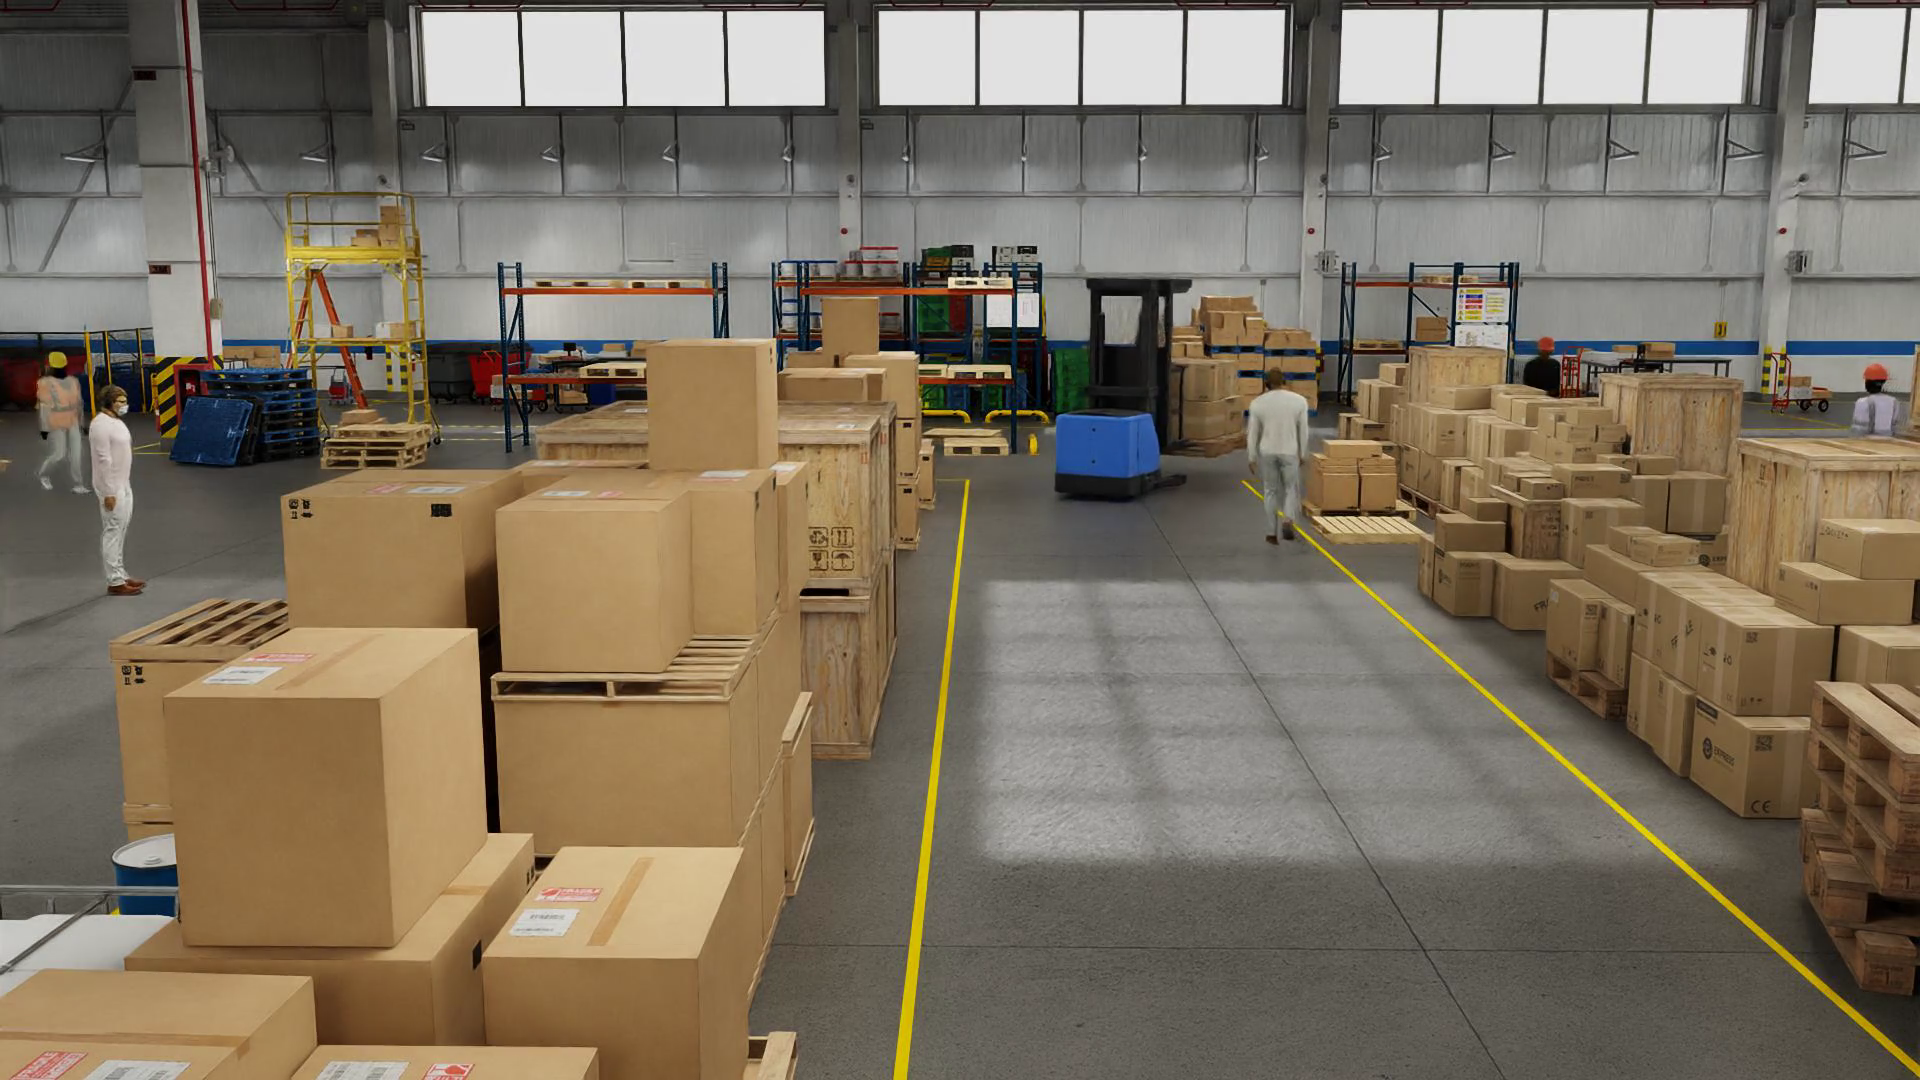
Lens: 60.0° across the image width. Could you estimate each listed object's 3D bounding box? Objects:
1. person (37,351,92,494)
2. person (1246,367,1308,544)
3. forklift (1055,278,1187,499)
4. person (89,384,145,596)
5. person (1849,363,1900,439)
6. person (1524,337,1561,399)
[{"bbox_3d":[-11.779,-1.535,21.763,0.644,1.898,0.628,4,10,21],"label":"person"},{"bbox_3d":[3.417,-0.910,17.990,0.656,1.908,0.457,1,10,8],"label":"person"},{"bbox_3d":[2.125,-2.041,21.864,1.129,2.768,1.873,6,11,30],"label":"forklift"},{"bbox_3d":[-7.702,-0.455,15.216,0.399,1.933,0.668,-2,10,-13],"label":"person"},{"bbox_3d":[10.036,-0.981,18.349,0.539,1.925,0.405,-3,10,-18],"label":"person"},{"bbox_3d":[8.580,-1.996,24.419,0.636,1.931,1.023,-1,10,-8],"label":"person"}]
